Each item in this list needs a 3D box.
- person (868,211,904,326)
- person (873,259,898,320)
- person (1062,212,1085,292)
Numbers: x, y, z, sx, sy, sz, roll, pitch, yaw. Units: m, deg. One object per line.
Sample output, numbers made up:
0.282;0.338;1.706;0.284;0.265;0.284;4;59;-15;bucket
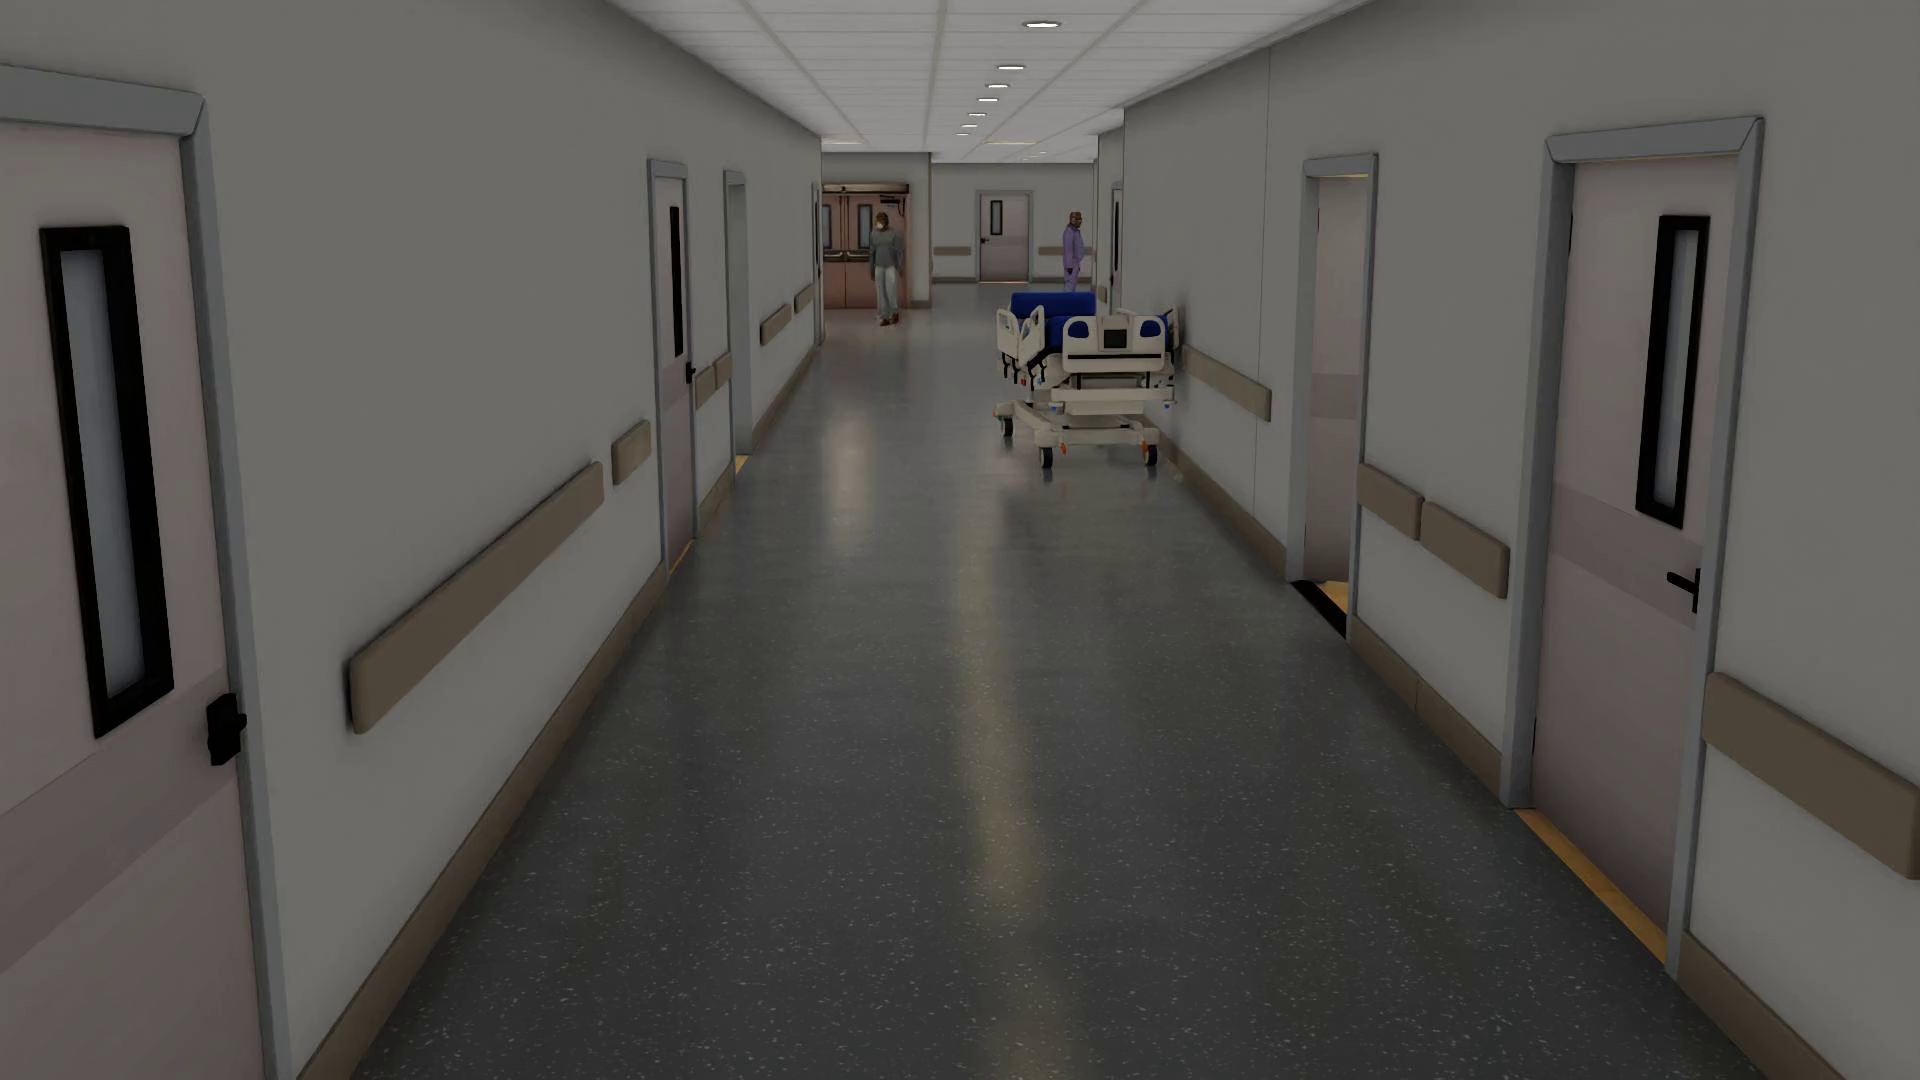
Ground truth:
-1.263;-4.572;28.071;0.642;1.918;0.436;5;13;24;person
-1.341;-4.741;29.604;0.518;1.631;0.319;4;12;17;person
2.100;-5.097;30.698;0.398;1.900;0.634;3;12;14;person
